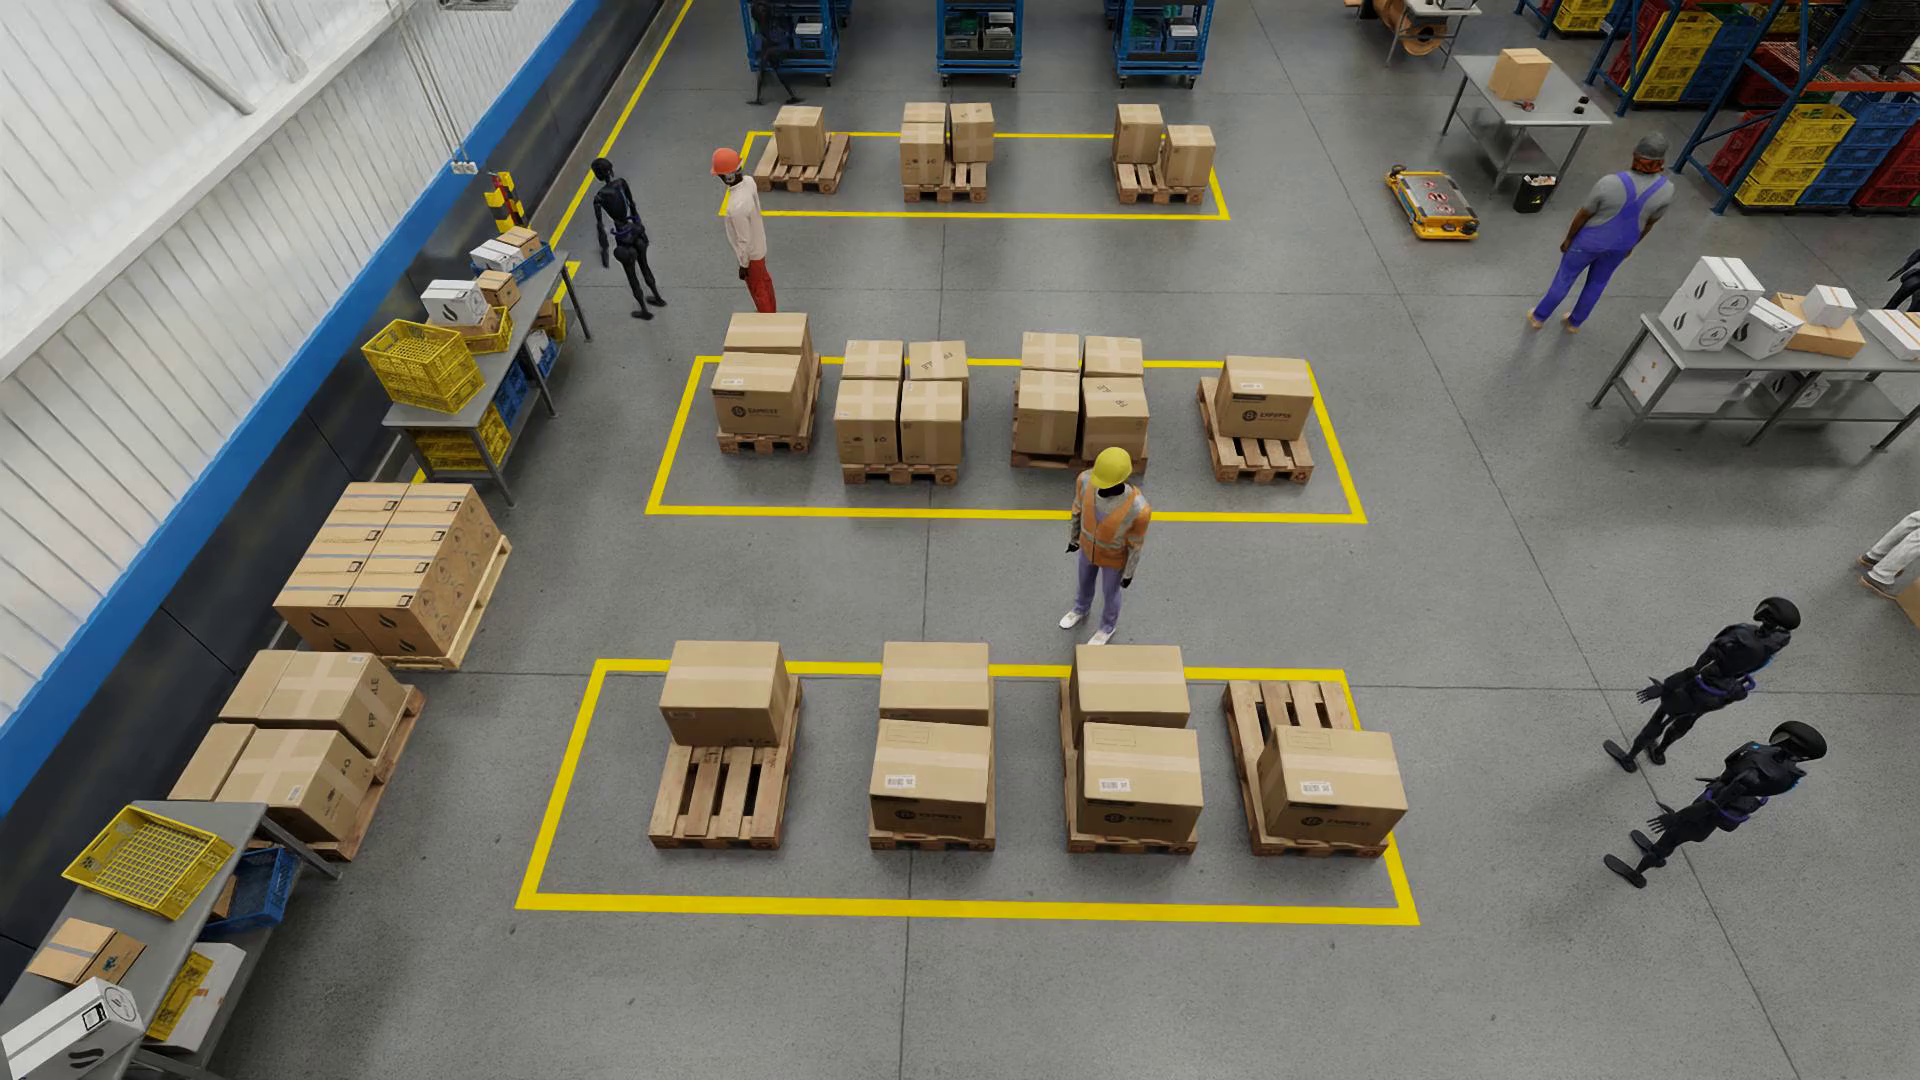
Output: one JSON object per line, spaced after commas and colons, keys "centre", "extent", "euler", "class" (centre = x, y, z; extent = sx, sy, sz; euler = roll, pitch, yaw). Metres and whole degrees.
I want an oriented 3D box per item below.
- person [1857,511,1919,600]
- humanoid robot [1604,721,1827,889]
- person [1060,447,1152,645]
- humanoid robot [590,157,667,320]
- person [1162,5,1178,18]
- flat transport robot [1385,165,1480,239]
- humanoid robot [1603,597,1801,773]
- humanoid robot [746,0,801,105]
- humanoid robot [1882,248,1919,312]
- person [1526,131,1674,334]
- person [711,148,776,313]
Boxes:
{"centre": [7.444, -0.317, 6.740], "extent": [0.354, 1.883, 0.572], "euler": [28, 55, 22], "class": "person"}
{"centre": [4.325, 1.511, 5.285], "extent": [0.589, 1.657, 0.327], "euler": [-25, 54, -20], "class": "humanoid robot"}
{"centre": [0.986, 0.072, 6.384], "extent": [0.579, 1.919, 0.388], "euler": [34, 57, 26], "class": "person"}
{"centre": [-3.373, -3.023, 9.218], "extent": [0.368, 1.648, 0.581], "euler": [15, 51, 13], "class": "humanoid robot"}
{"centre": [3.206, -8.533, 13.928], "extent": [0.322, 1.769, 0.523], "euler": [32, 56, 25], "class": "person"}
{"centre": [5.692, -4.094, 11.059], "extent": [0.652, 0.197, 1.431], "euler": [1, 49, 1], "class": "flat transport robot"}
{"centre": [4.685, 0.927, 5.790], "extent": [0.593, 1.657, 0.326], "euler": [-8, 50, -6], "class": "humanoid robot"}
{"centre": [-2.630, -6.745, 12.476], "extent": [0.768, 1.630, 0.614], "euler": [-18, 51, -15], "class": "humanoid robot"}
{"centre": [9.226, -2.478, 8.737], "extent": [0.321, 1.657, 0.610], "euler": [2, 49, 2], "class": "humanoid robot"}
{"centre": [6.254, -2.959, 8.923], "extent": [0.679, 2.000, 0.536], "euler": [11, 50, 9], "class": "person"}
{"centre": [-2.043, -2.799, 8.821], "extent": [0.389, 1.985, 0.608], "euler": [1, 49, 1], "class": "person"}
